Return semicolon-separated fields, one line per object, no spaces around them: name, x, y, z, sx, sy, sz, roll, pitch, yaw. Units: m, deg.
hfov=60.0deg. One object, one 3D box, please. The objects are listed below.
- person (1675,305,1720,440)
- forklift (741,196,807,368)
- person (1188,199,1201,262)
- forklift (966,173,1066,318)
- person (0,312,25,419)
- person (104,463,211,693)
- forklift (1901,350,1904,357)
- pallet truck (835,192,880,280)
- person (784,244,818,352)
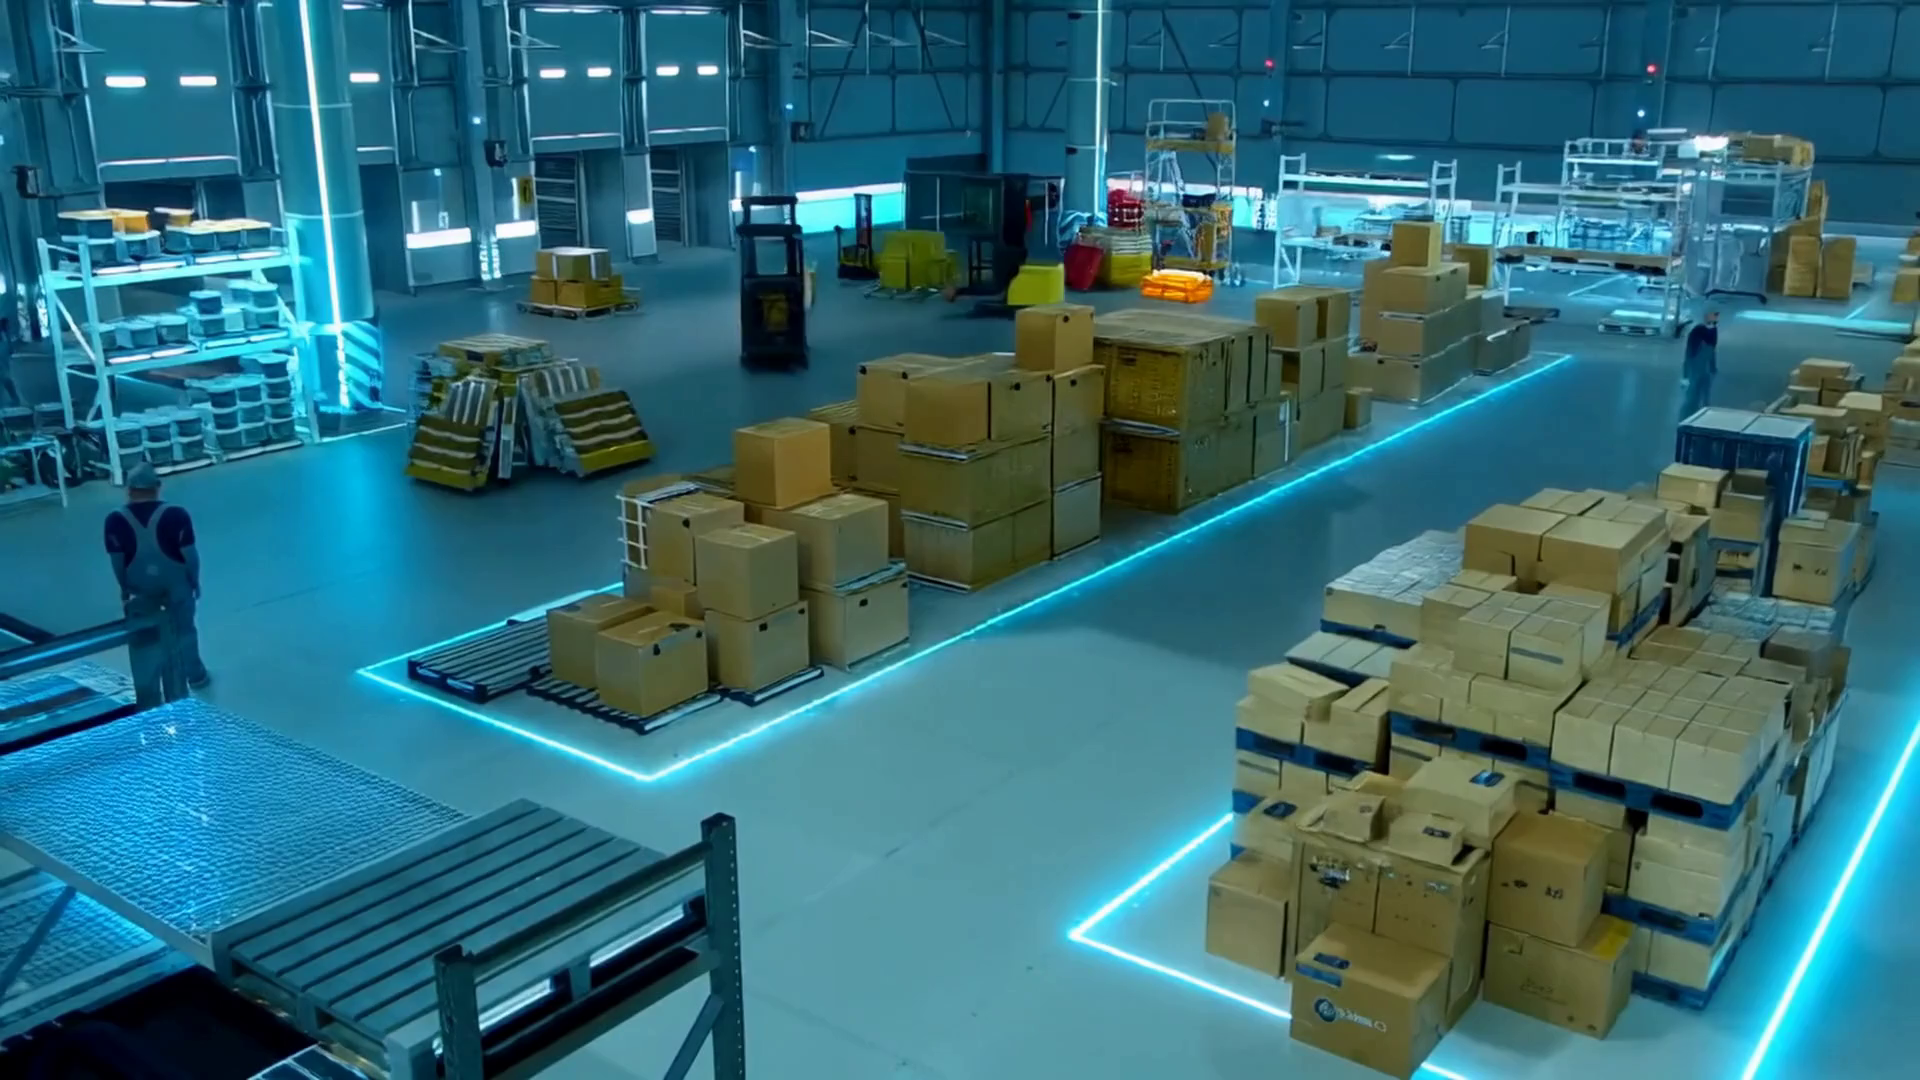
person;10.221;-2.304;23.031;0.428;1.931;0.662;15;23;41
forklift;-3.237;-4.508;28.700;1.129;2.768;1.873;-1;17;-5
person;5.698;-7.456;40.497;0.320;1.690;0.536;-1;17;-3
forklift;1.150;-5.888;33.272;1.873;2.768;1.129;3;17;10
person;-14.164;-2.726;24.459;0.437;1.905;0.613;-6;18;-19
person;-6.799;0.329;14.115;0.684;2.000;0.538;-5;17;-16
forklift;17.575;-4.484;28.623;1.873;2.768;1.129;12;21;35
pallet truck;-1.936;-7.159;38.982;1.885;1.965;0.823;-12;21;-34
person;-2.831;-4.310;29.671;0.636;1.930;0.372;-9;19;-27
